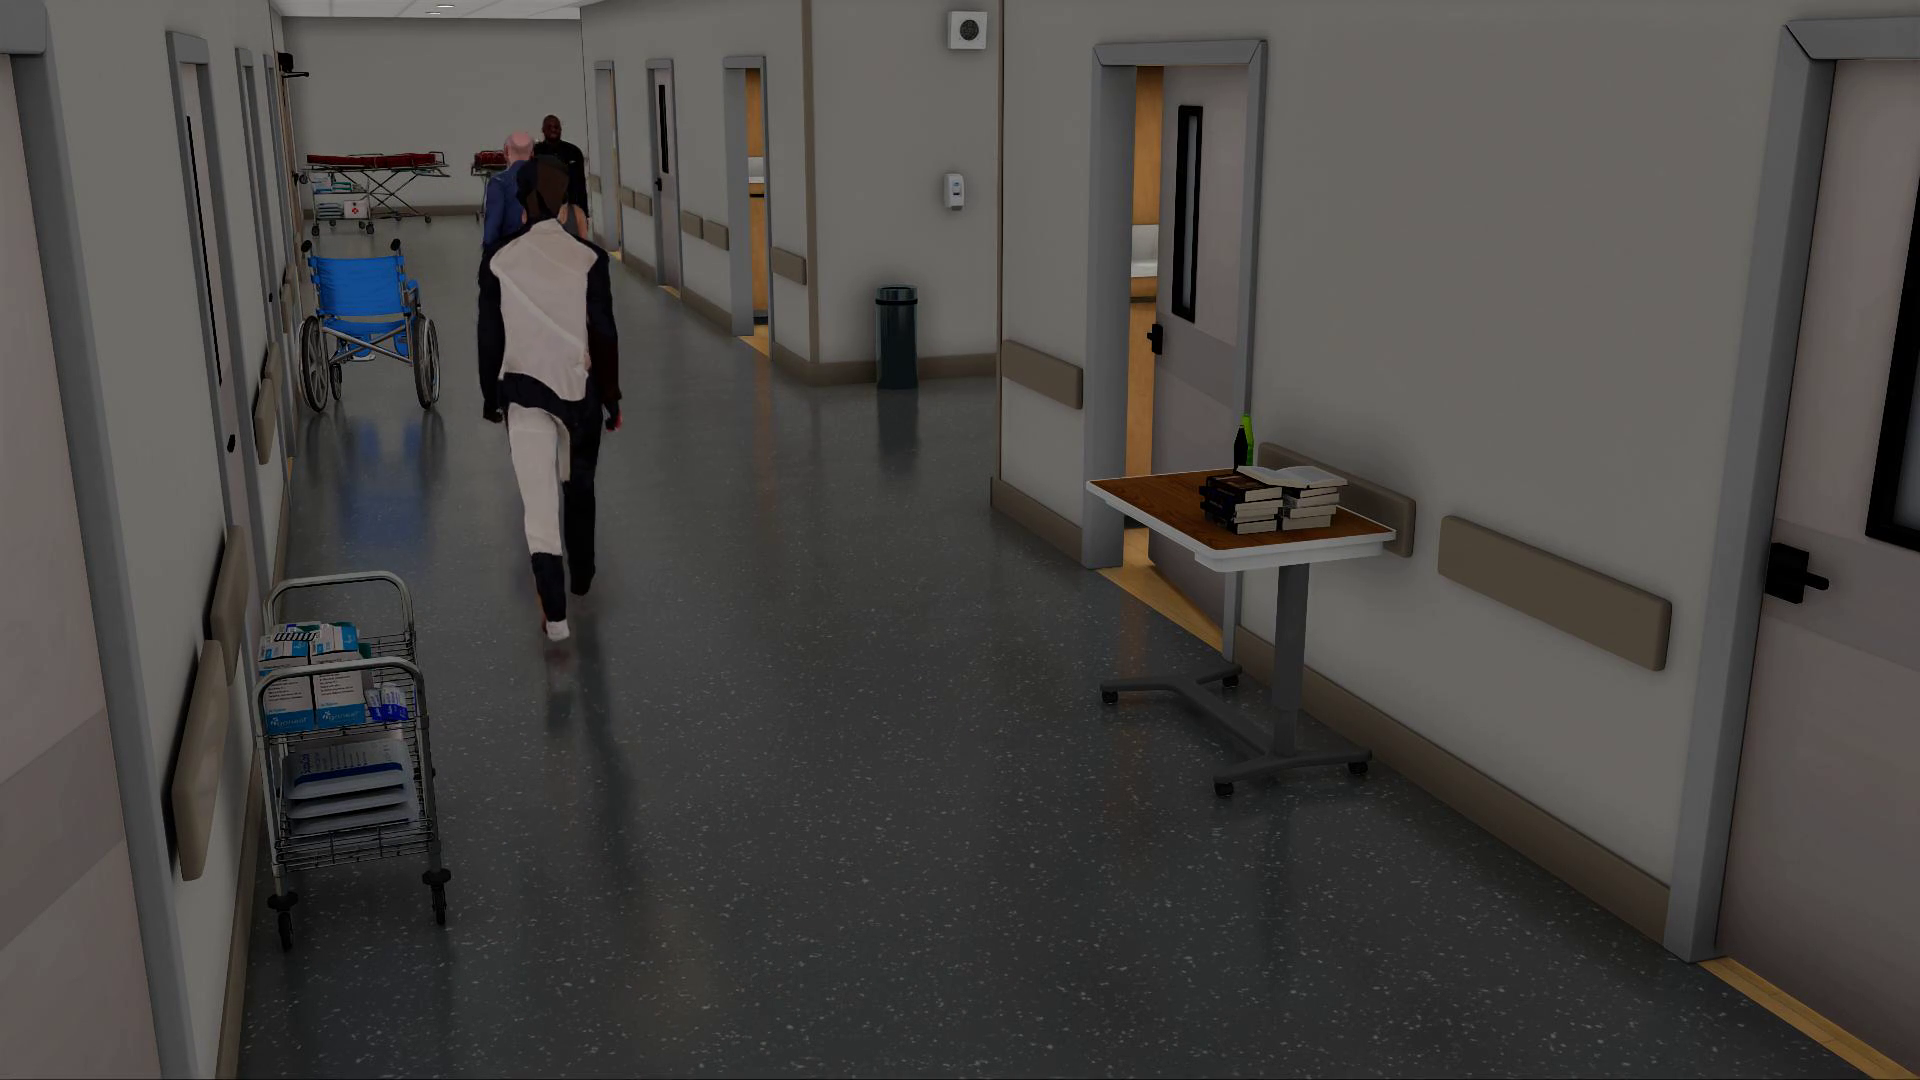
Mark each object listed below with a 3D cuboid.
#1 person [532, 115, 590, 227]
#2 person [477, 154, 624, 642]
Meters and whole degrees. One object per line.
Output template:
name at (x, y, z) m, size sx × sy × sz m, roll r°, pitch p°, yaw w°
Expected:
person at (-3.714, -3.008, 15.417) m, size 0.731 × 1.812 × 0.686 m, roll -4°, pitch 16°, yaw -15°
person at (-1.604, -0.511, 6.498) m, size 0.818 × 1.846 × 1.221 m, roll -3°, pitch 16°, yaw -11°
